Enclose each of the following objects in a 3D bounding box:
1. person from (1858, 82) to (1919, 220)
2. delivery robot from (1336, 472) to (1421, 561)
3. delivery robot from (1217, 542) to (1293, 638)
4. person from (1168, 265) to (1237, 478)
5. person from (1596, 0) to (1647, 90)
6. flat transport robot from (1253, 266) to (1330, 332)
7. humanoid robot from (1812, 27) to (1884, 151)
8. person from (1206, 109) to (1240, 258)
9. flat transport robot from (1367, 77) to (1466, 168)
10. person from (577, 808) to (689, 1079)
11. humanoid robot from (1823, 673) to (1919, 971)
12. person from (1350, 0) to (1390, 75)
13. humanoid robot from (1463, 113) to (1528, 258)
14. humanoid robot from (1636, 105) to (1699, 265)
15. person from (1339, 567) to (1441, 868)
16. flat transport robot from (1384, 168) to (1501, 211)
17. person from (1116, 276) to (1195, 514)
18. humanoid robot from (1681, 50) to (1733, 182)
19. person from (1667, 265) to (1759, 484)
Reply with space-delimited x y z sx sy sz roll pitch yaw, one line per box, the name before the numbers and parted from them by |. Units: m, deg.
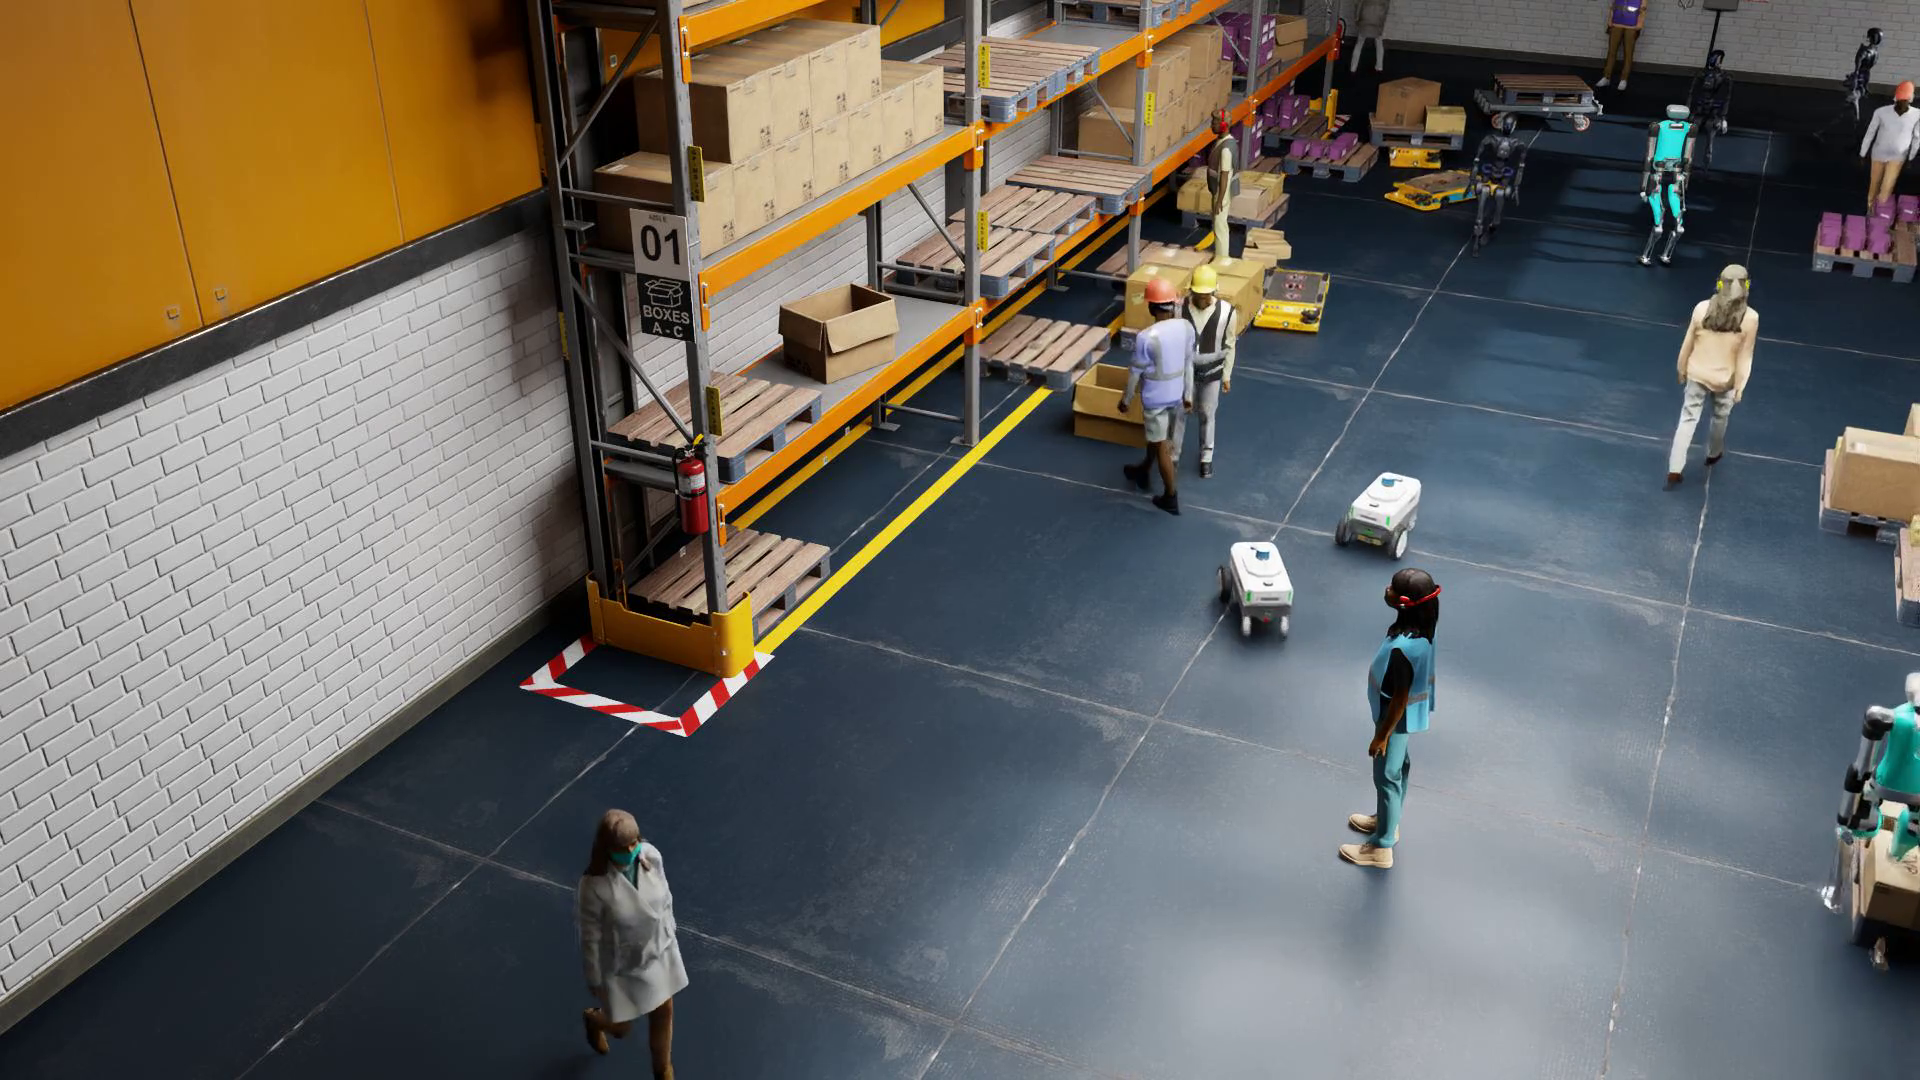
person | 10.949 -4.546 19.638 0.590 1.697 0.906 17 33 29
delivery robot | 3.262 -0.208 12.833 0.499 0.614 0.796 17 33 29
delivery robot | 2.134 0.316 11.831 0.499 0.586 0.765 0 28 -1
person | 1.941 -1.380 13.642 0.597 1.829 0.404 4 29 8
person | 10.320 -7.990 25.794 0.546 1.928 0.422 22 35 35
flat transport robot | 3.489 -2.531 17.421 0.659 0.231 1.431 8 29 14
humanoid robot | 12.233 -6.212 22.825 0.612 1.644 0.745 -25 37 -38
person | 2.840 -3.741 18.015 0.376 1.840 0.562 2 28 3
flat transport robot | 6.162 -5.343 22.635 0.659 0.231 1.431 5 29 9
person | -1.556 1.910 7.737 0.493 1.641 0.588 -23 36 -36
humanoid robot | 4.827 1.338 8.714 0.546 1.769 0.841 7 29 14
person | 6.574 -8.364 26.621 0.540 1.811 0.447 10 30 18
humanoid robot | 6.011 -4.042 18.752 0.612 1.622 0.599 7 29 13
humanoid robot | 7.779 -3.848 18.216 0.530 1.691 0.747 1 28 2
person | 2.416 0.982 9.226 0.392 1.866 0.514 12 31 22
flat transport robot | 6.082 -4.398 20.883 1.431 0.231 0.659 -17 33 -29
person | 1.500 -1.182 13.197 0.541 1.898 0.893 -20 34 -32
humanoid robot | 9.580 -5.449 21.346 0.326 1.656 0.611 -25 37 -38
person | 6.168 -1.369 13.636 0.565 1.828 0.975 19 34 31
